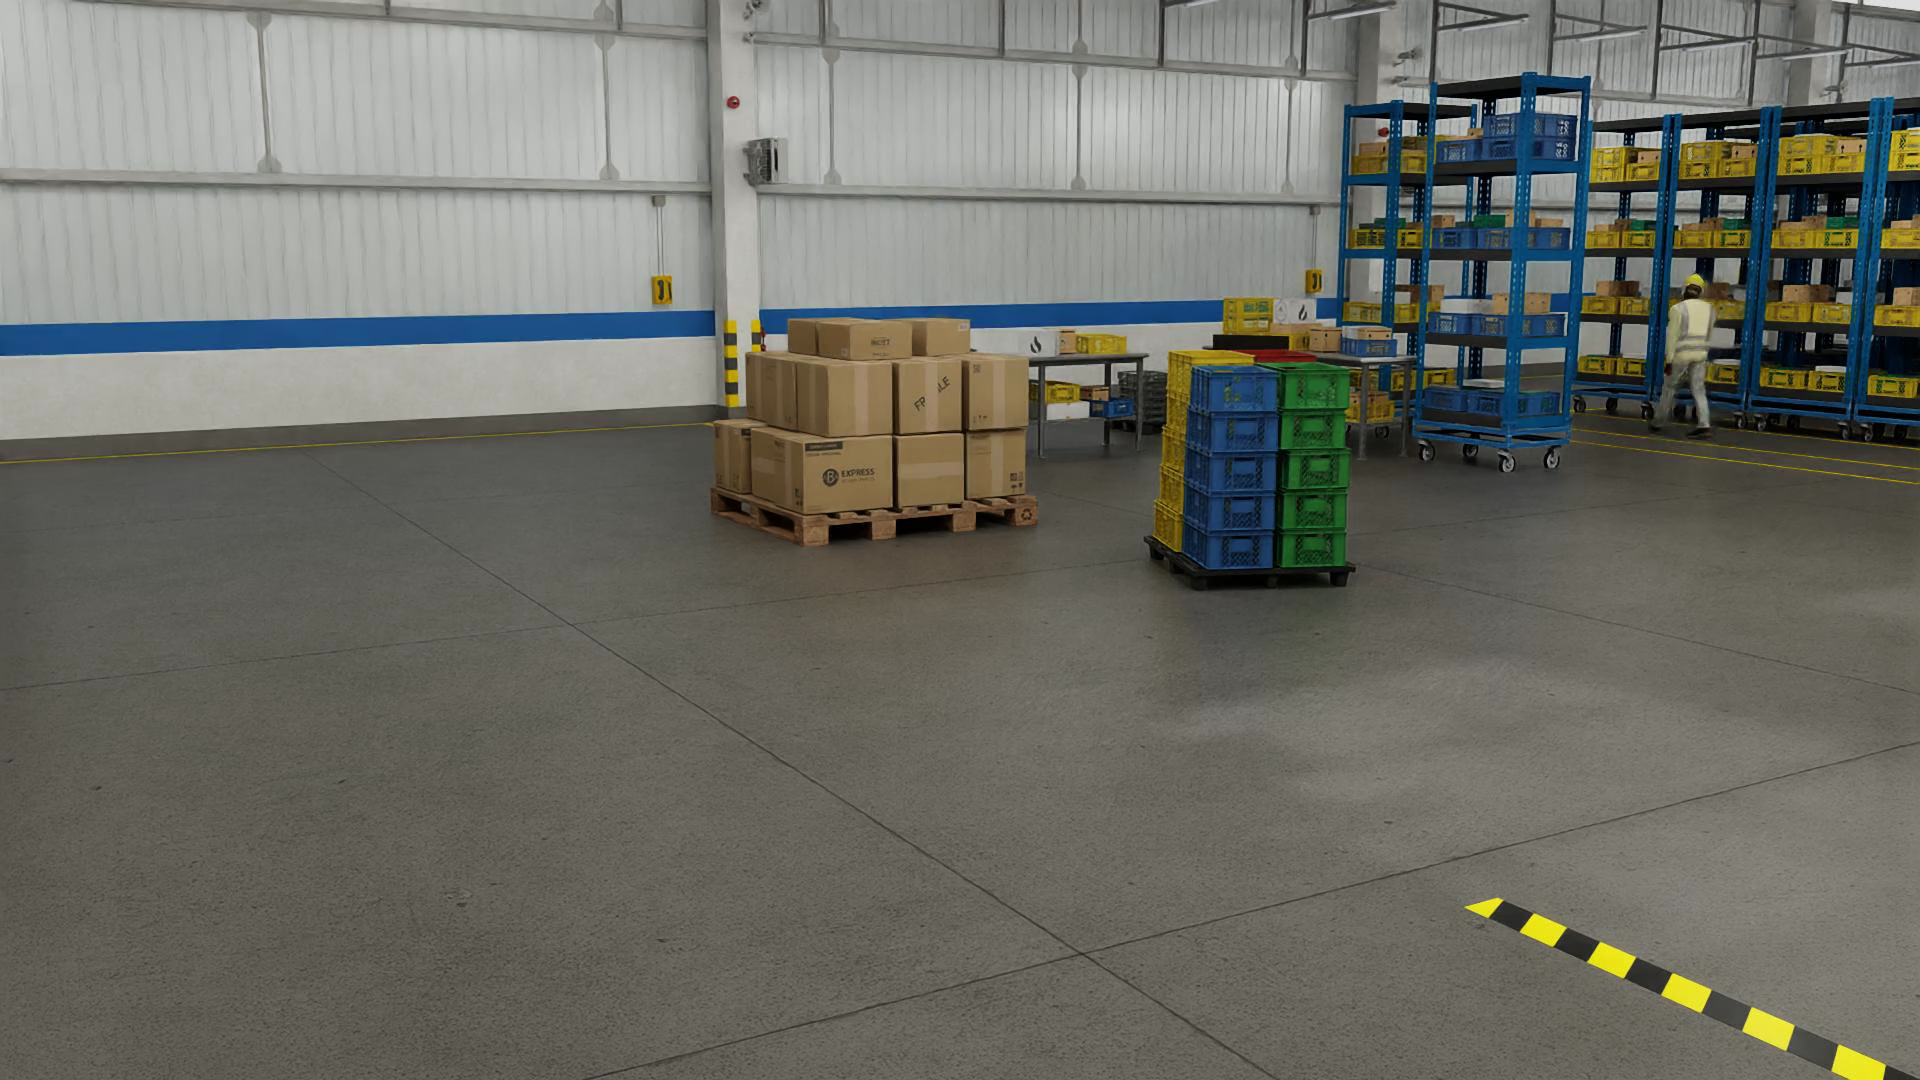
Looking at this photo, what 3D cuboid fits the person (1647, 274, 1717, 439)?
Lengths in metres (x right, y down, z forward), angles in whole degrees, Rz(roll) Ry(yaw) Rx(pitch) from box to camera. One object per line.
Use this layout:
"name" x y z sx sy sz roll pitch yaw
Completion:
"person" 7.897 -1.987 18.062 0.610 1.781 0.917 -2 10 -12
